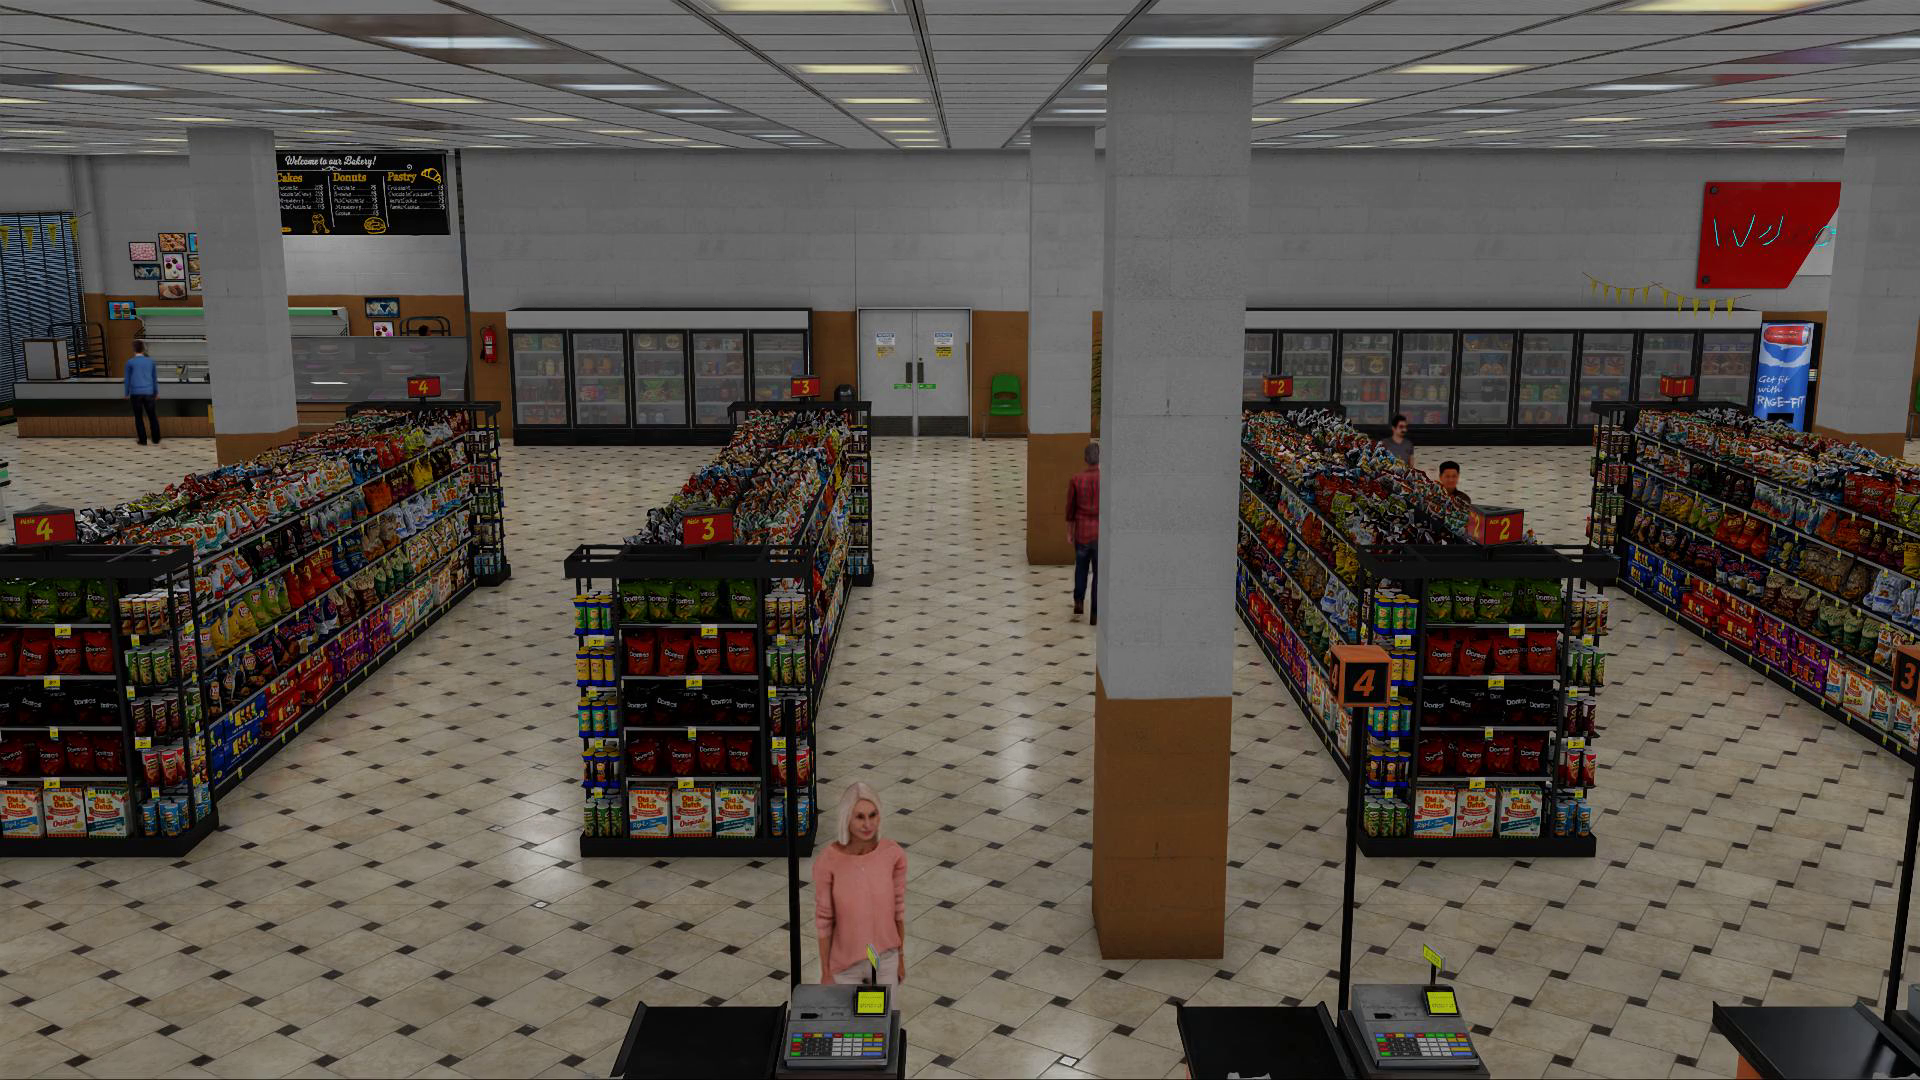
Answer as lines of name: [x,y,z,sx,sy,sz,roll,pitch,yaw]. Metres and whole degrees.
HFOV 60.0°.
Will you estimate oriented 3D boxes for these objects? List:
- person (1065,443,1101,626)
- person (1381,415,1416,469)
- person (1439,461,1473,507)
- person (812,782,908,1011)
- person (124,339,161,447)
person: [1.326,-0.045,16.701,0.794,1.816,0.794,4,12,17]
person: [5.044,-0.601,19.526,0.821,1.740,0.974,-4,12,-17]
person: [4.672,0.109,16.055,0.633,1.781,0.497,0,12,0]
person: [-0.450,1.913,7.627,0.663,1.723,0.643,-5,13,-21]
person: [-14.022,-2.528,28.503,0.792,1.813,0.844,-11,16,-42]
